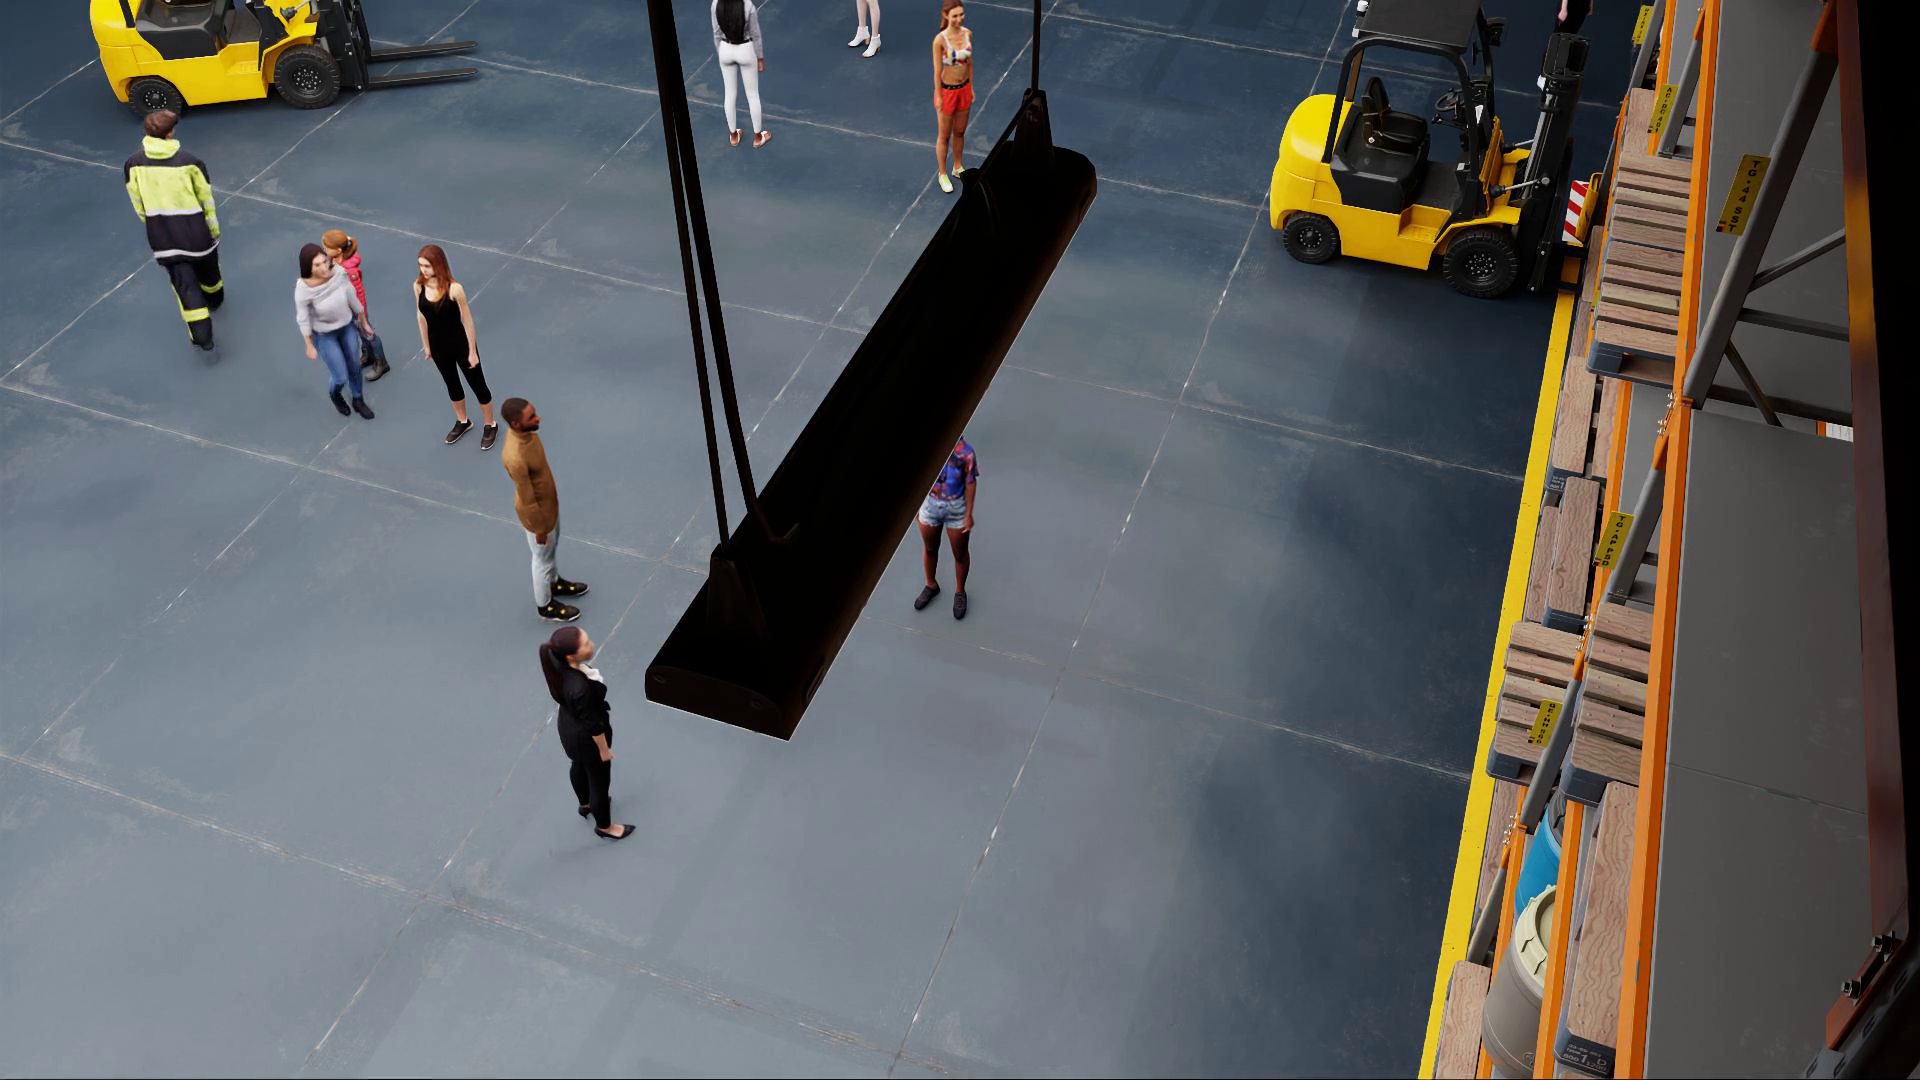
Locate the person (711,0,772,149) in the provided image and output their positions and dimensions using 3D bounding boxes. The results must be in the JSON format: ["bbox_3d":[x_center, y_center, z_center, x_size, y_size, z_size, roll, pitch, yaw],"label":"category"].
[{"bbox_3d":[-2.054,-4.475,15.436,0.635,1.725,0.569,7,44,7],"label":"person"}]

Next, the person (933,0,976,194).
[{"bbox_3d":[-0.064,-4.001,14.889,0.659,1.792,0.736,-26,49,-25],"label":"person"}]

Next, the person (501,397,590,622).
[{"bbox_3d":[-2.775,-0.221,10.903,0.756,1.817,0.632,-3,44,-3],"label":"person"}]

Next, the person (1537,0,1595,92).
[{"bbox_3d":[5.984,-5.231,16.218,0.652,1.740,0.728,-21,48,-21],"label":"person"}]

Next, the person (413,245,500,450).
[{"bbox_3d":[-3.725,-1.434,12.242,0.588,1.726,0.521,11,45,11],"label":"person"}]

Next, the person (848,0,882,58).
[{"bbox_3d":[-0.972,-5.792,16.743,0.684,1.828,0.661,-26,49,-24],"label":"person"}]

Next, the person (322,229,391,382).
[{"bbox_3d":[-4.729,-1.857,12.982,0.613,1.318,0.590,-33,53,-30],"label":"person"}]

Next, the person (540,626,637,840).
[{"bbox_3d":[-2.174,1.116,9.614,0.718,1.660,0.690,-27,50,-25],"label":"person"}]

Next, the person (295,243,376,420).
[{"bbox_3d":[-4.735,-1.576,12.471,0.779,1.617,0.676,26,49,25],"label":"person"}]

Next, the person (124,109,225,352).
[{"bbox_3d":[-6.149,-2.390,13.107,1.295,1.918,1.393,-15,46,-15],"label":"person"}]

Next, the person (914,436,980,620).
[{"bbox_3d":[-0.098,-0.202,10.937,0.597,1.743,0.521,12,45,12],"label":"person"}]
